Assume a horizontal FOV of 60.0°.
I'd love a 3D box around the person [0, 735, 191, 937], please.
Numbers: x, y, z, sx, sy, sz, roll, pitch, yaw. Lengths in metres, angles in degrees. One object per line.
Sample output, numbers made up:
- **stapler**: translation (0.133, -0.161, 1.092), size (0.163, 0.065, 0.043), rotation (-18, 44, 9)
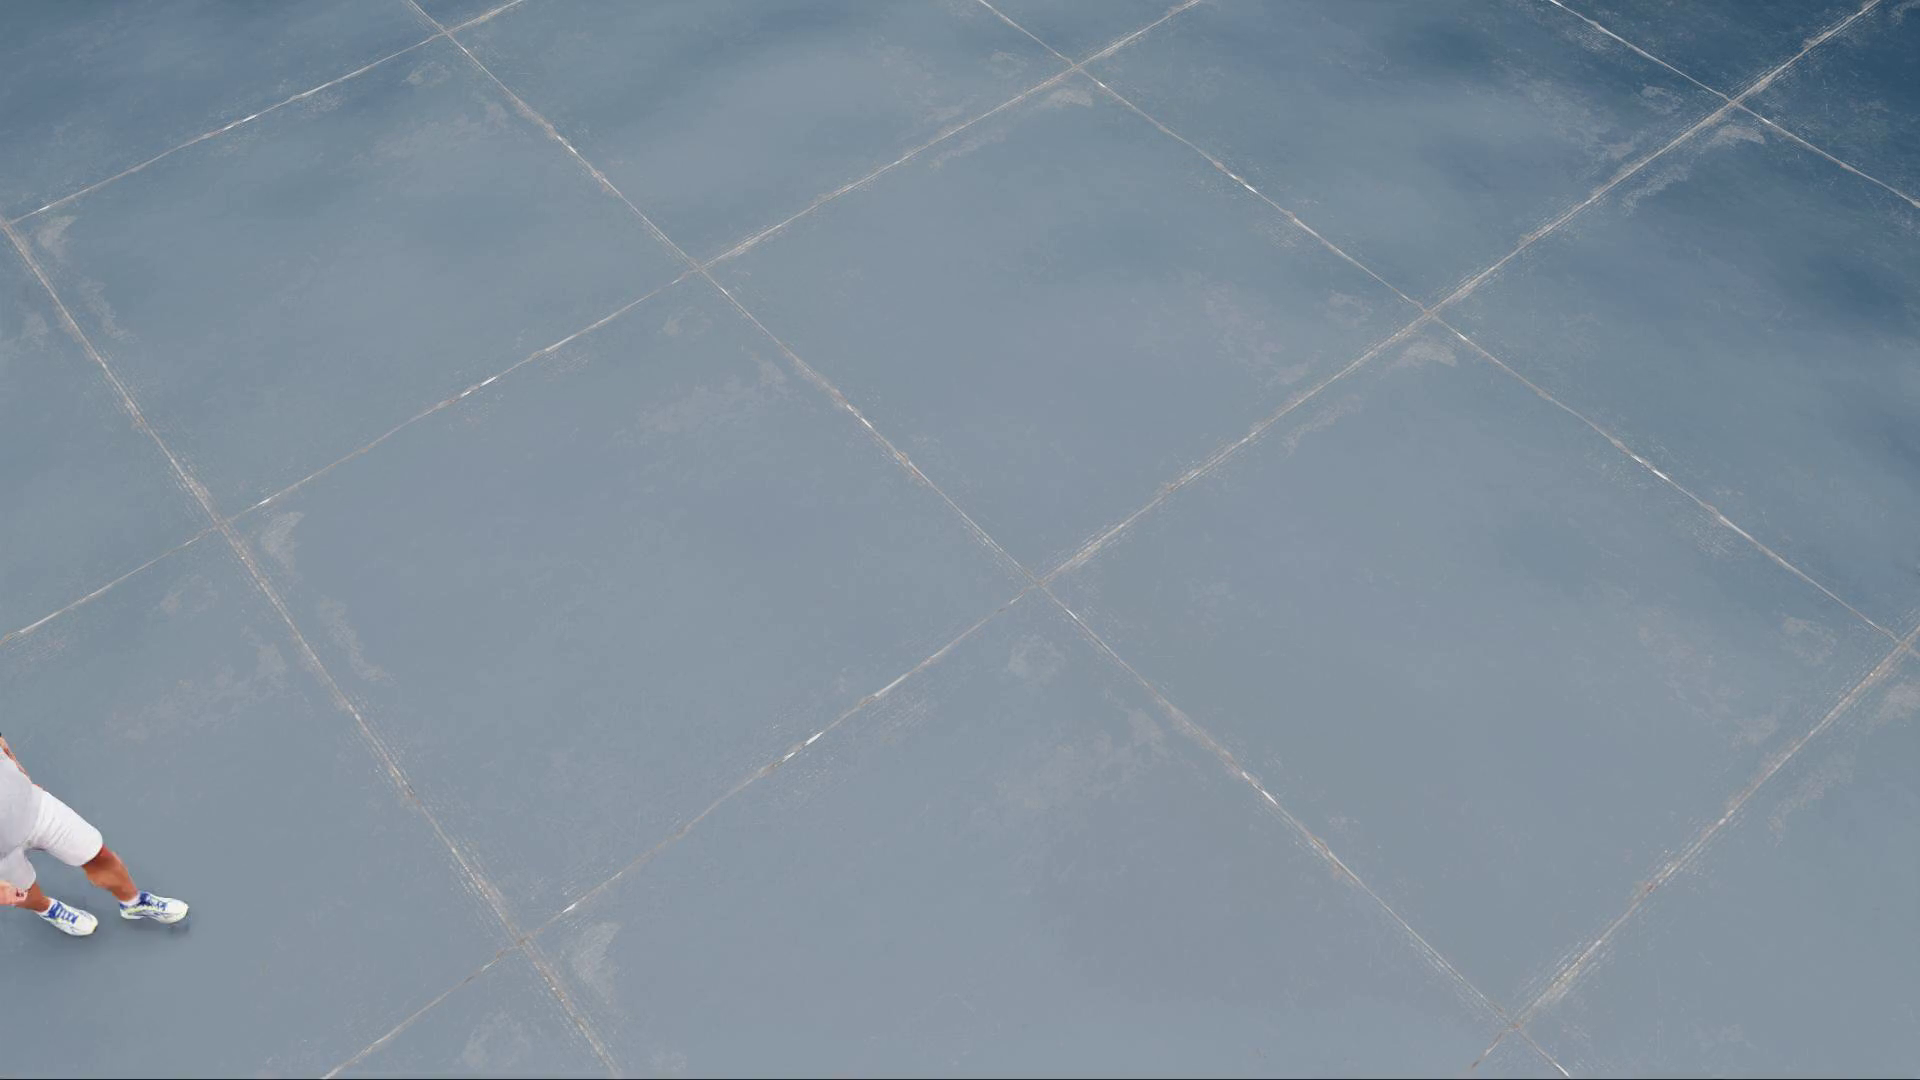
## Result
- **person**: translation (-3.864, 1.095, 6.535), size (1.000, 1.832, 0.984), rotation (15, 54, 11)
